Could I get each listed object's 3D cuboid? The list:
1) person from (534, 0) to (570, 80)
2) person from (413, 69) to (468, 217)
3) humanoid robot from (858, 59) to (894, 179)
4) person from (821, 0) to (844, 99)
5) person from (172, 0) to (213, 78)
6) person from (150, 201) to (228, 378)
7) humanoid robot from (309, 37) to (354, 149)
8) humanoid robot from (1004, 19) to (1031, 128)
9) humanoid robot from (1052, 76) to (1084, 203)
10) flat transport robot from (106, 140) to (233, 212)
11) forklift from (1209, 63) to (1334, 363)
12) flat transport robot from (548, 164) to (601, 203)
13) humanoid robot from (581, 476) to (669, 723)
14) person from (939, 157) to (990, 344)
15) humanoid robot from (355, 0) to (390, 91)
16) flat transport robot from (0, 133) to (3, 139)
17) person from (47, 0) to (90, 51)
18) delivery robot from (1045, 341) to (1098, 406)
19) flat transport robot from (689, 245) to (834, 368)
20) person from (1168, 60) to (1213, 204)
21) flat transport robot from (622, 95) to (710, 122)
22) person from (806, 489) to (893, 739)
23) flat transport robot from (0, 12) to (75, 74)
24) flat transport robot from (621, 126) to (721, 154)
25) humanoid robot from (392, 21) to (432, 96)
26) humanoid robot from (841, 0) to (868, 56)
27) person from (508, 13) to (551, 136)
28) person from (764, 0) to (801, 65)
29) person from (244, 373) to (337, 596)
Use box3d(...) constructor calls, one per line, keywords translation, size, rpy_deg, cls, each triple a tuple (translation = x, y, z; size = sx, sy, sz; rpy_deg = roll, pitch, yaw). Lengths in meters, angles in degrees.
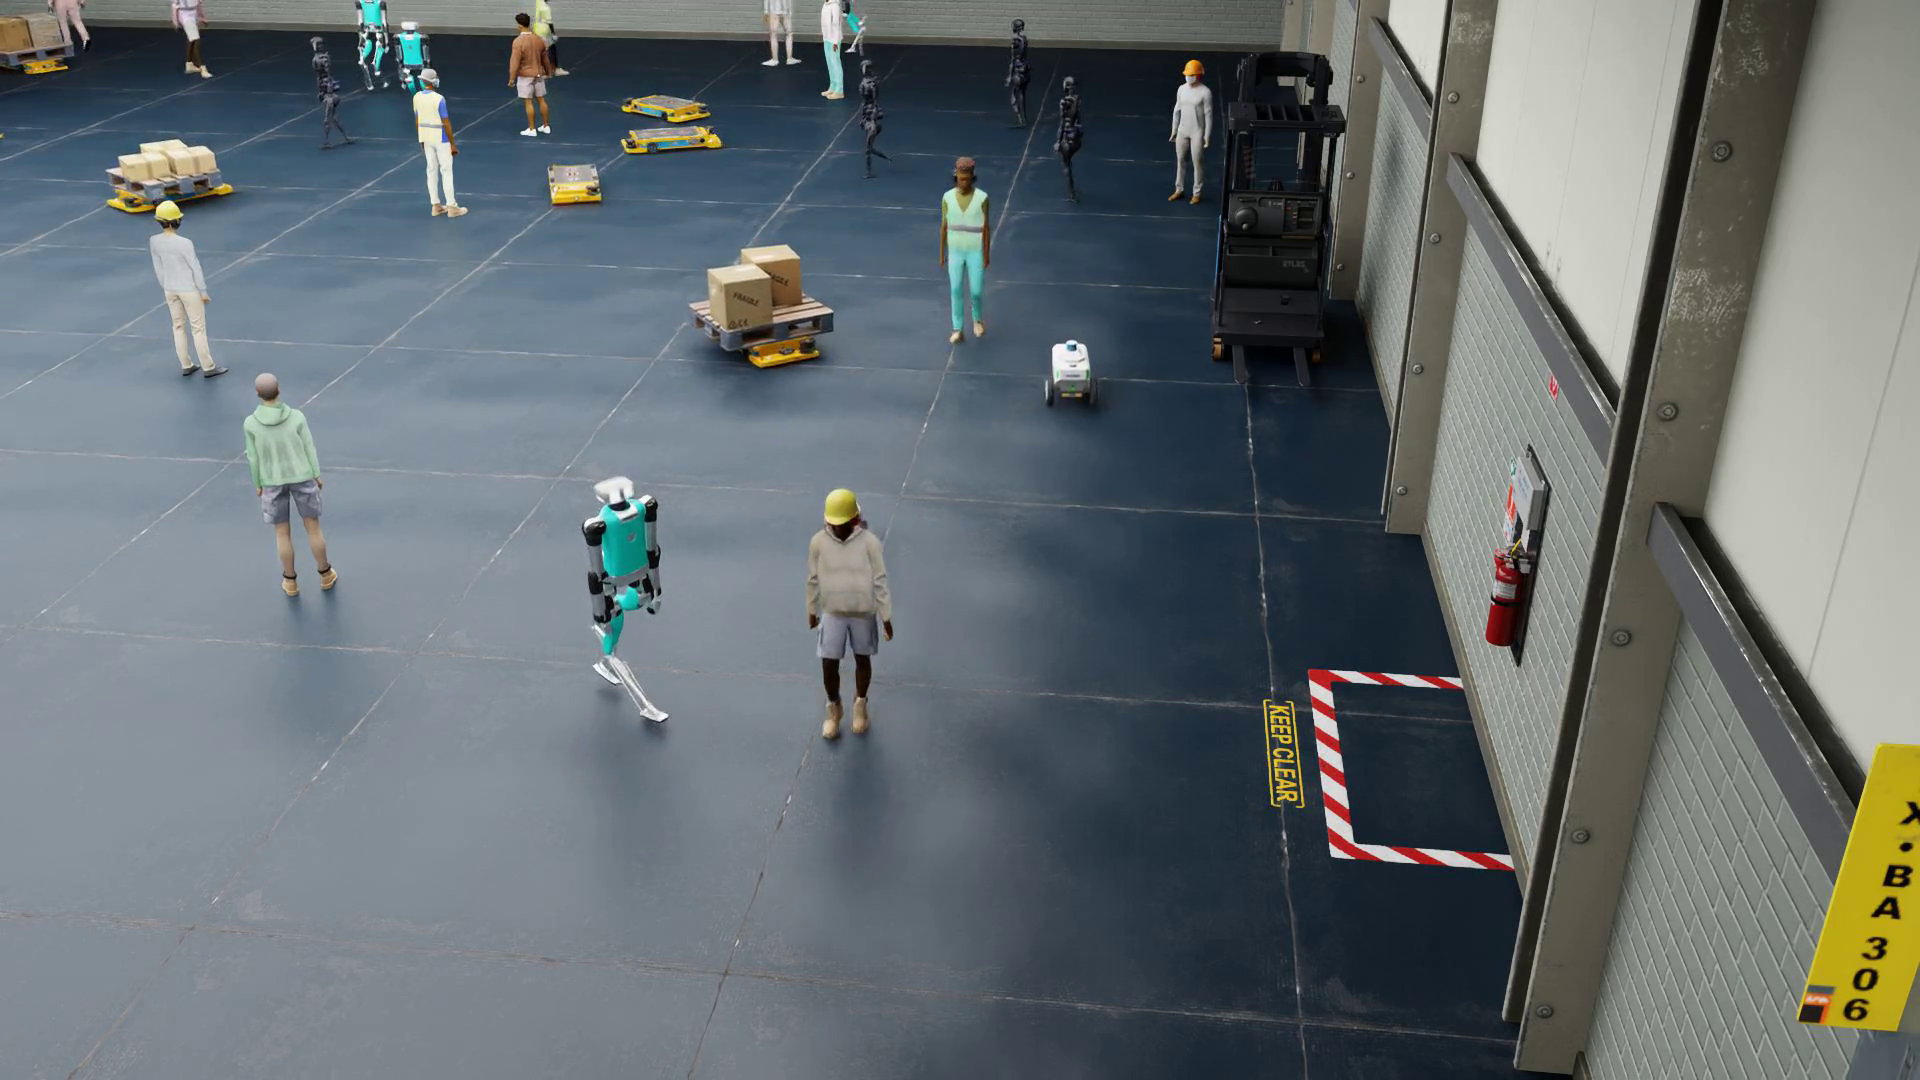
box3d(translation=(-7.332, -9.046, 29.654), size=(0.677, 1.647, 0.585), rpy_deg=(-9, 28, -17), cls="person")
box3d(translation=(-6.799, -5.143, 21.596), size=(0.549, 1.891, 0.385), rpy_deg=(11, 29, 20), cls="person")
box3d(translation=(-1.184, -5.931, 23.427), size=(0.561, 1.640, 0.605), rpy_deg=(-10, 28, -19), cls="humanoid robot")
box3d(translation=(-2.182, -8.482, 28.252), size=(0.363, 1.909, 0.480), rpy_deg=(-15, 30, -27), cls="person")
box3d(translation=(-13.860, -9.349, 29.897), size=(0.756, 1.991, 0.682), rpy_deg=(7, 27, 13), cls="person")
box3d(translation=(-7.638, -2.460, 16.378), size=(0.522, 1.768, 0.308), rpy_deg=(8, 28, 15), cls="person")
box3d(translation=(-9.564, -6.733, 25.031), size=(0.703, 1.629, 0.586), rpy_deg=(-19, 32, -33), cls="humanoid robot")
box3d(translation=(0.959, -7.379, 26.291), size=(0.401, 1.640, 0.600), rpy_deg=(12, 29, 23), cls="humanoid robot")
box3d(translation=(1.459, -5.365, 22.280), size=(0.387, 1.650, 0.613), rpy_deg=(15, 30, 27), cls="humanoid robot")
box3d(translation=(-10.717, -4.712, 22.544), size=(0.659, 0.231, 1.431), rpy_deg=(21, 33, 35), cls="flat transport robot")
box3d(translation=(3.241, -3.477, 17.183), size=(1.129, 2.768, 1.873), rpy_deg=(3, 27, 6), cls="forklift")
box3d(translation=(-5.337, -4.933, 22.987), size=(0.659, 0.231, 1.431), rpy_deg=(-6, 27, -13), cls="flat transport robot")
box3d(translation=(-2.294, 0.340, 10.877), size=(1.052, 1.757, 0.554), rpy_deg=(23, 35, 38), cls="humanoid robot")
box3d(translation=(0.035, -2.993, 17.224), size=(0.541, 1.966, 0.473), rpy_deg=(5, 27, 10), cls="person")
box3d(translation=(-10.088, -8.491, 28.491), size=(0.545, 1.758, 1.035), rpy_deg=(1, 27, 1), cls="humanoid robot")
box3d(translation=(-15.145, -5.995, 25.106), size=(0.659, 0.231, 1.431), rpy_deg=(0, 27, 0), cls="flat transport robot")
box3d(translation=(-17.272, -10.396, 32.114), size=(0.687, 1.857, 0.846), rpy_deg=(-23, 35, -38), cls="person")
box3d(translation=(1.072, -1.627, 16.059), size=(0.499, 0.587, 0.782), rpy_deg=(0, 27, 1), cls="delivery robot")
box3d(translation=(-2.088, -2.143, 17.418), size=(0.659, 0.231, 1.431), rpy_deg=(-15, 30, -27), cls="flat transport robot")
box3d(translation=(3.085, -5.439, 22.185), size=(0.577, 1.893, 0.375), rpy_deg=(17, 31, 31), cls="person")
box3d(translation=(-4.821, -7.070, 27.253), size=(1.431, 0.231, 0.659), rpy_deg=(21, 33, 35), cls="flat transport robot")
box3d(translation=(-0.699, 0.480, 10.534), size=(0.565, 1.747, 0.511), rpy_deg=(0, 27, 0), cls="person")
box3d(translation=(-17.187, -8.803, 30.712), size=(1.431, 0.231, 0.659), rpy_deg=(18, 32, 32), cls="flat transport robot")
box3d(translation=(-4.398, -6.083, 25.283), size=(1.431, 0.231, 0.659), rpy_deg=(-8, 28, -16), cls="flat transport robot")
box3d(translation=(-8.415, -7.161, 25.912), size=(0.550, 1.873, 0.832), rpy_deg=(-2, 27, -4), cls="humanoid robot")
box3d(translation=(-2.001, -10.103, 31.796), size=(0.762, 1.897, 0.544), rpy_deg=(0, 27, 0), cls="humanoid robot")
box3d(translation=(-6.643, -7.219, 25.788), size=(0.398, 1.848, 0.780), rpy_deg=(20, 33, 34), cls="person")
box3d(translation=(-3.323, -9.739, 30.829), size=(0.691, 1.847, 0.383), rpy_deg=(-6, 27, -12), cls="person")
box3d(translation=(-4.969, -0.405, 12.303), size=(0.472, 1.743, 0.348), rpy_deg=(-10, 28, -20), cls="person")
